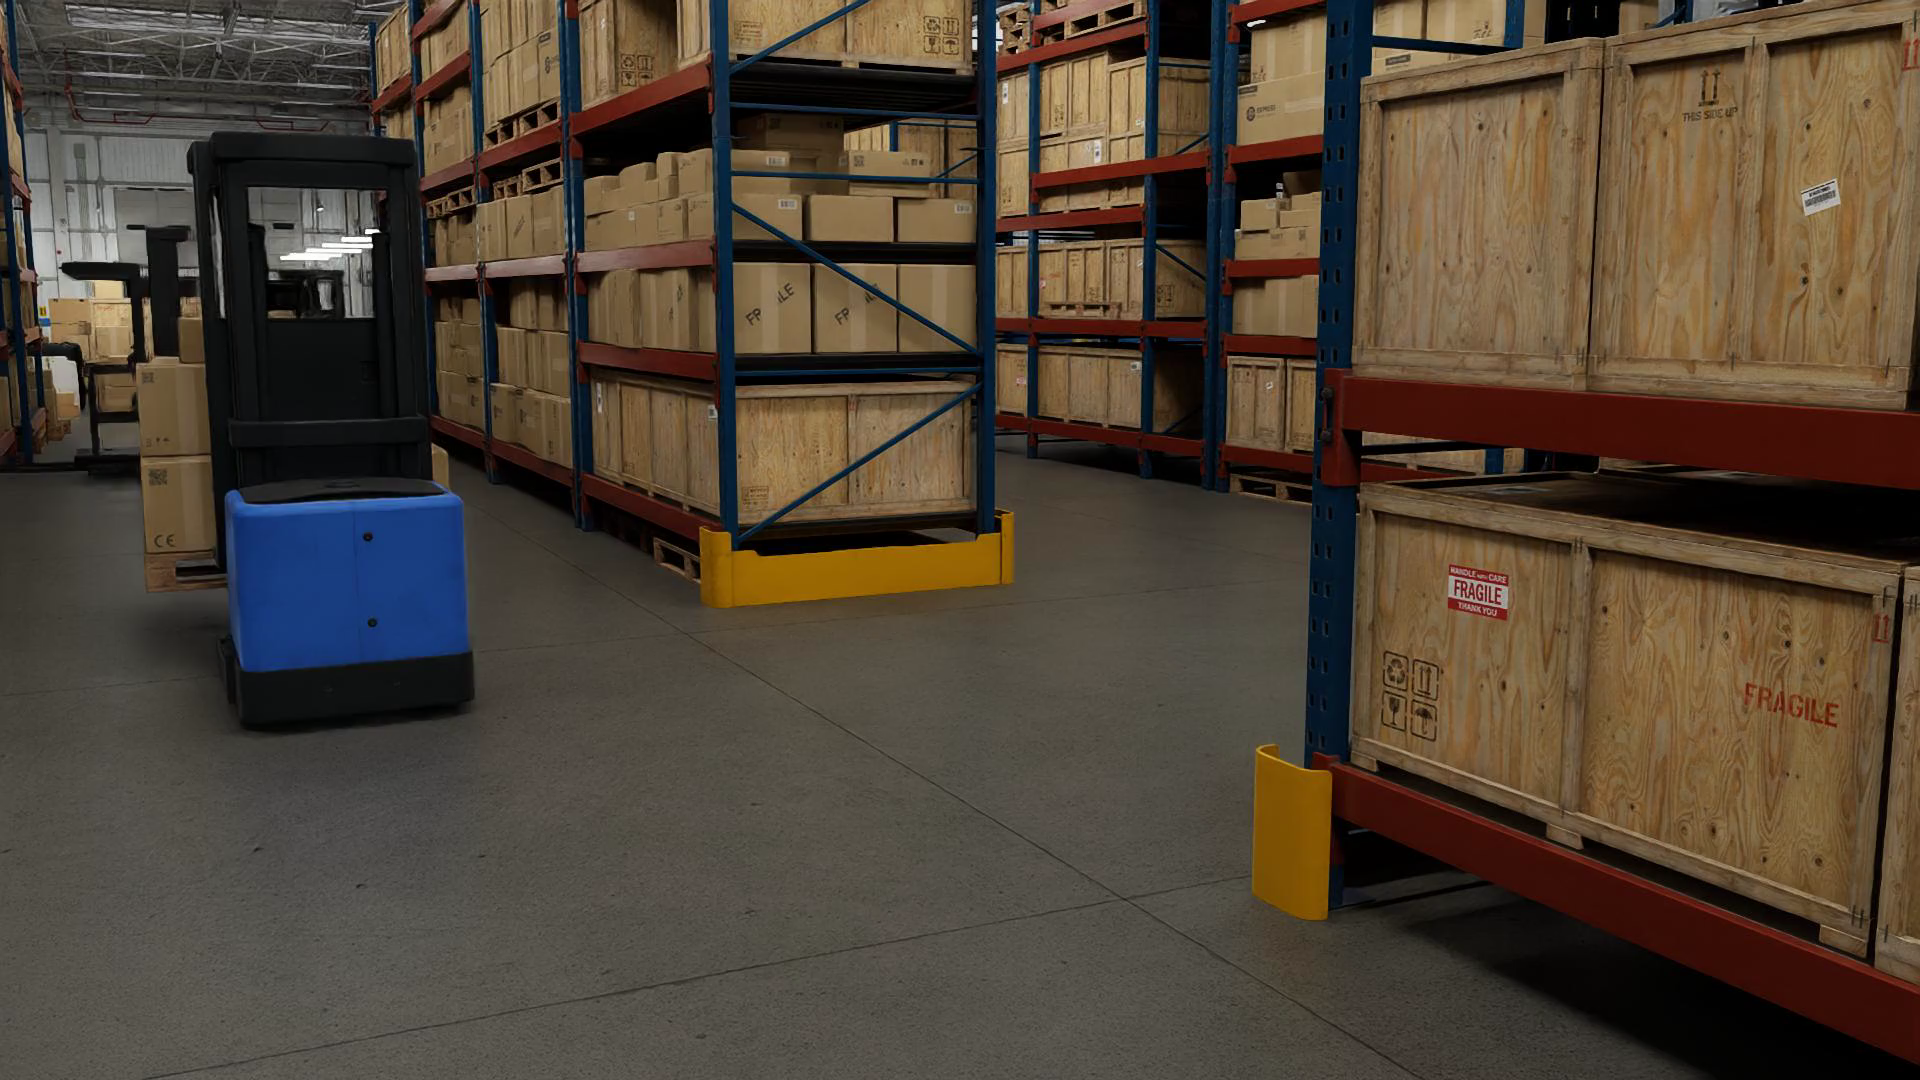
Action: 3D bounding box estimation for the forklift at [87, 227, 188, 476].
[{"bbox_3d":[-9.170,-2.208,19.316,1.873,2.768,1.129,-4,9,-26],"label":"forklift"}]

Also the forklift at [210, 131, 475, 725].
[{"bbox_3d":[-3.214,-0.633,8.453,1.129,2.768,1.873,-4,9,-26],"label":"forklift"}]

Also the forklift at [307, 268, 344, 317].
[{"bbox_3d":[-16.494,-5.699,43.384,1.129,2.768,1.873,2,9,15],"label":"forklift"}]
